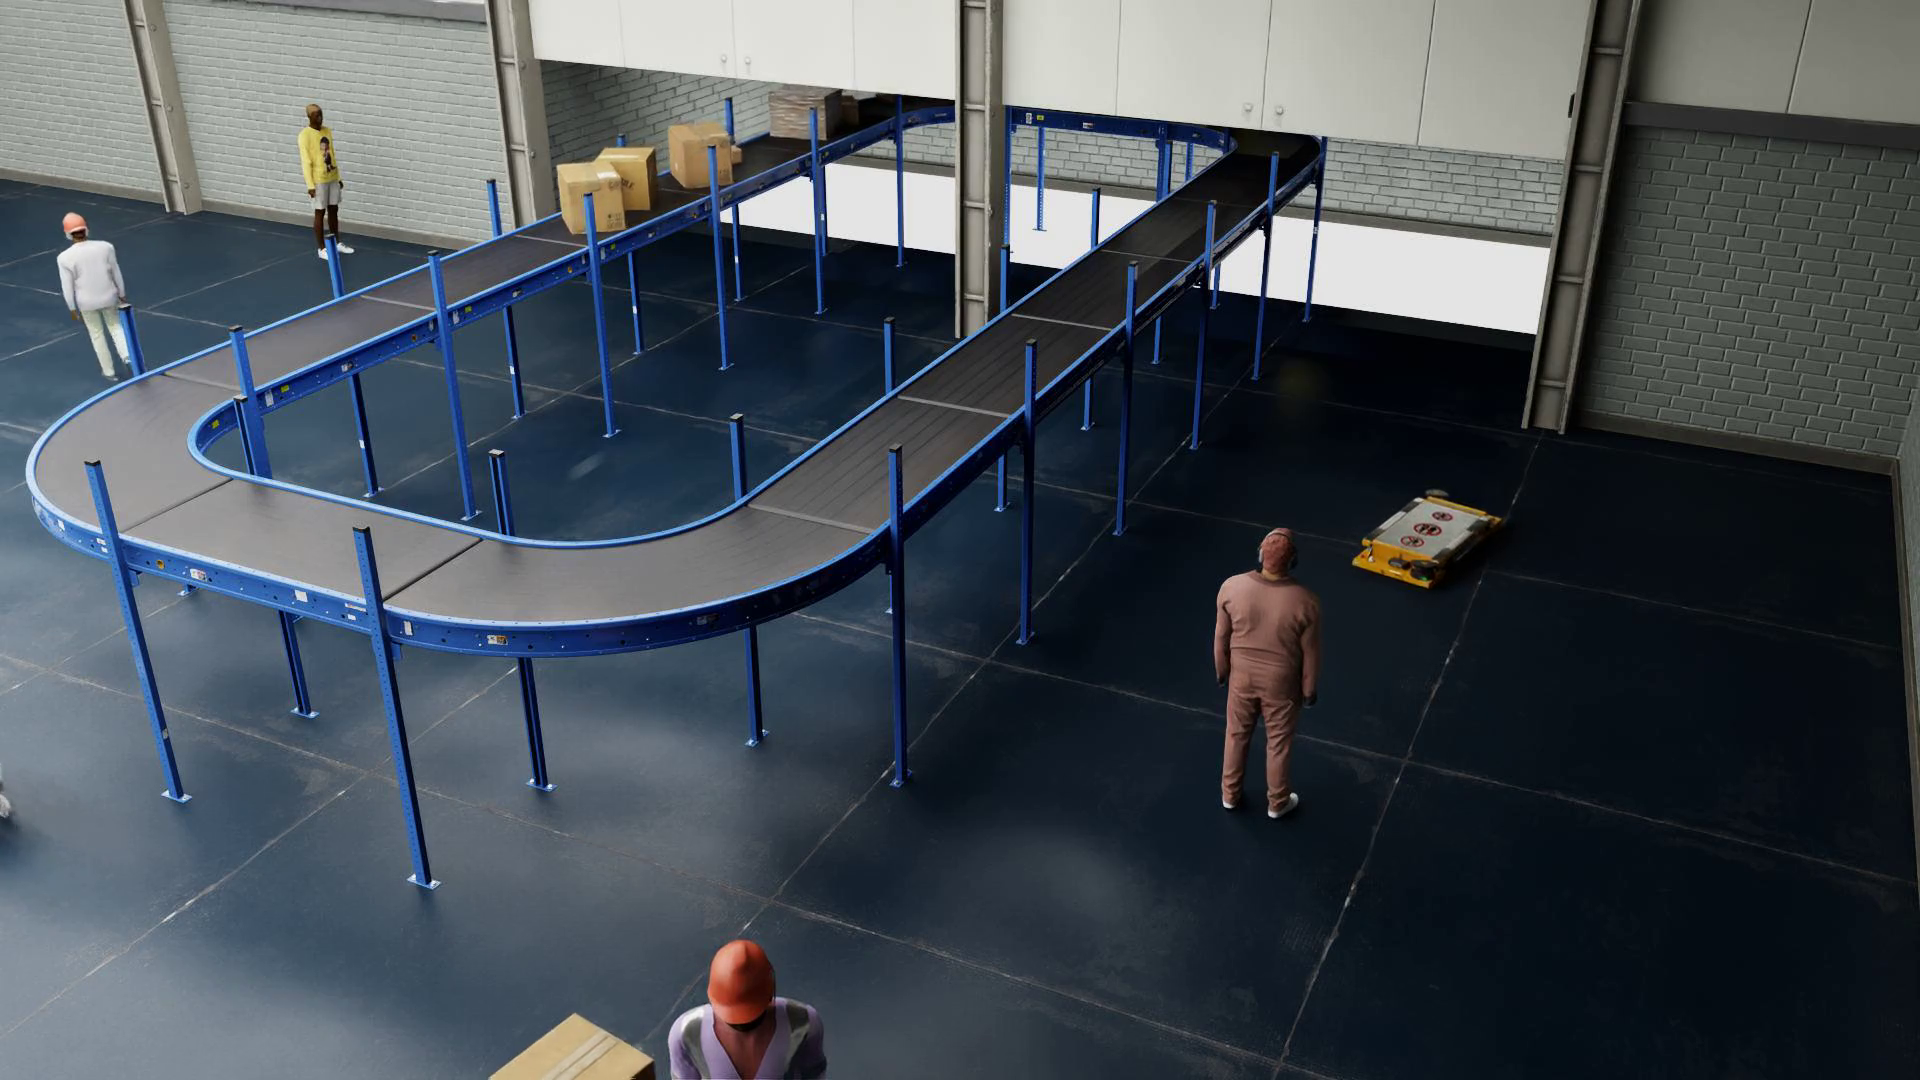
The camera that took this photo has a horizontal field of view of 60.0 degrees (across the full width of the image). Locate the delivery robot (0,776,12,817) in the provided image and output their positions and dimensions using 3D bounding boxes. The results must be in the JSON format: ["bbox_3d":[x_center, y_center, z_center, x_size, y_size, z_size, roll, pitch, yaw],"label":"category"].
[{"bbox_3d":[-6.240,1.475,10.200,0.813,0.610,0.499,13,29,24],"label":"delivery robot"}]

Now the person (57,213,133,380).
[{"bbox_3d":[-8.677,-2.425,16.702,0.422,1.737,0.585,23,35,38],"label":"person"}]

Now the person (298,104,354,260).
[{"bbox_3d":[-7.891,-4.445,20.600,0.356,1.898,0.556,11,28,20],"label":"person"}]

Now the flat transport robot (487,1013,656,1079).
[{"bbox_3d":[-1.591,3.143,7.143,1.431,0.231,0.659,-20,33,-35],"label":"flat transport robot"}]

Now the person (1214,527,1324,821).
[{"bbox_3d":[1.851,0.808,10.011,0.650,1.904,0.406,11,29,22],"label":"person"}]

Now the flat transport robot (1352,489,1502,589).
[{"bbox_3d":[3.816,-0.021,13.517,0.659,0.231,1.431,19,32,34],"label":"flat transport robot"}]

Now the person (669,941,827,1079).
[{"bbox_3d":[-0.819,2.419,6.613,0.614,2.039,0.388,-4,27,-7],"label":"person"}]
